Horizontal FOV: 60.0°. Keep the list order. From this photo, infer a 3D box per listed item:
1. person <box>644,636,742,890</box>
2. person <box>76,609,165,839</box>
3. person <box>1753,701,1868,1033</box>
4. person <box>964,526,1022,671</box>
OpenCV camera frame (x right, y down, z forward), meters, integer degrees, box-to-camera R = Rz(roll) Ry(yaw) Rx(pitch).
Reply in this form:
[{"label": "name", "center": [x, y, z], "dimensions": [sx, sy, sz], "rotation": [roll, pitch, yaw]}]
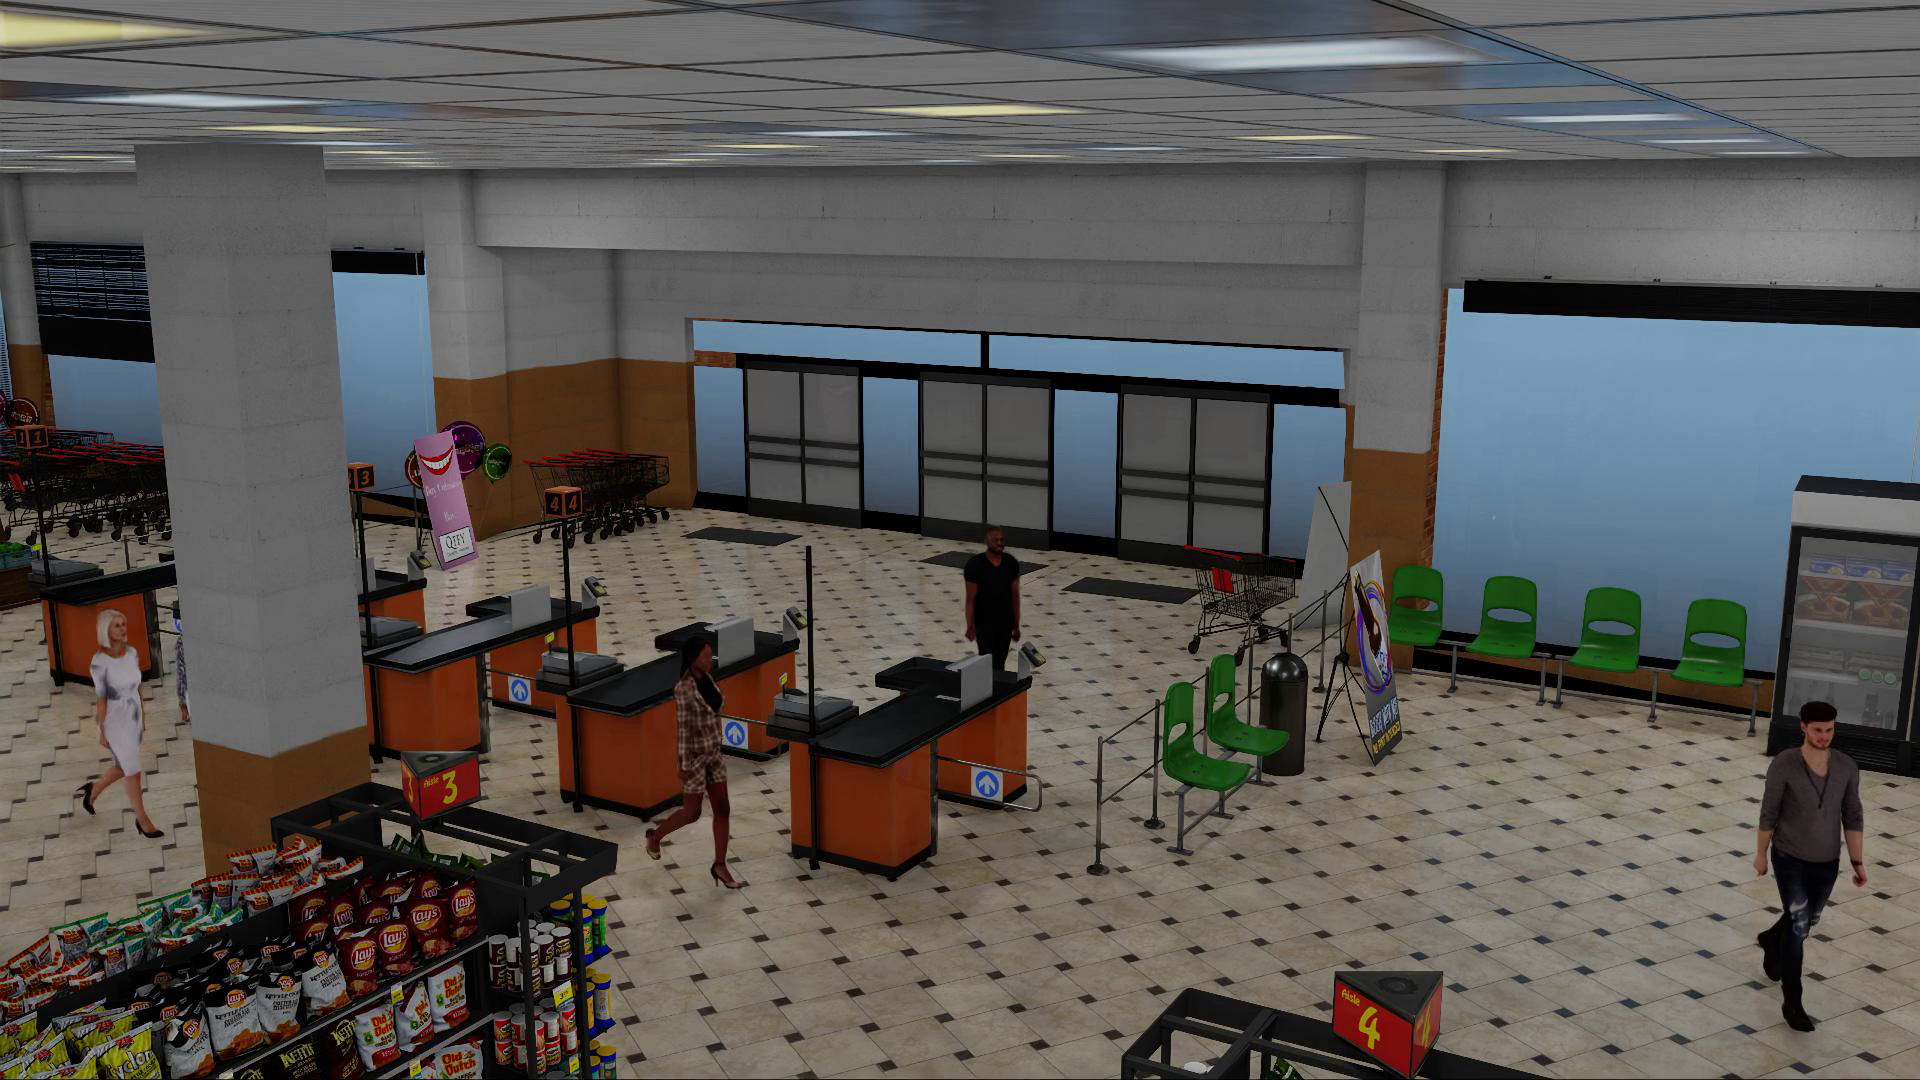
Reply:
[{"label": "person", "center": [-1.852, 1.526, 11.402], "dimensions": [0.685, 1.772, 0.963], "rotation": [6, 13, 25]}, {"label": "person", "center": [-6.270, 1.361, 12.297], "dimensions": [0.824, 1.726, 1.016], "rotation": [3, 12, 14]}, {"label": "person", "center": [4.912, 1.825, 9.731], "dimensions": [1.070, 1.876, 1.290], "rotation": [0, 12, -1]}, {"label": "person", "center": [0.262, 0.749, 15.000], "dimensions": [0.862, 1.811, 0.921], "rotation": [-5, 13, -23]}]
